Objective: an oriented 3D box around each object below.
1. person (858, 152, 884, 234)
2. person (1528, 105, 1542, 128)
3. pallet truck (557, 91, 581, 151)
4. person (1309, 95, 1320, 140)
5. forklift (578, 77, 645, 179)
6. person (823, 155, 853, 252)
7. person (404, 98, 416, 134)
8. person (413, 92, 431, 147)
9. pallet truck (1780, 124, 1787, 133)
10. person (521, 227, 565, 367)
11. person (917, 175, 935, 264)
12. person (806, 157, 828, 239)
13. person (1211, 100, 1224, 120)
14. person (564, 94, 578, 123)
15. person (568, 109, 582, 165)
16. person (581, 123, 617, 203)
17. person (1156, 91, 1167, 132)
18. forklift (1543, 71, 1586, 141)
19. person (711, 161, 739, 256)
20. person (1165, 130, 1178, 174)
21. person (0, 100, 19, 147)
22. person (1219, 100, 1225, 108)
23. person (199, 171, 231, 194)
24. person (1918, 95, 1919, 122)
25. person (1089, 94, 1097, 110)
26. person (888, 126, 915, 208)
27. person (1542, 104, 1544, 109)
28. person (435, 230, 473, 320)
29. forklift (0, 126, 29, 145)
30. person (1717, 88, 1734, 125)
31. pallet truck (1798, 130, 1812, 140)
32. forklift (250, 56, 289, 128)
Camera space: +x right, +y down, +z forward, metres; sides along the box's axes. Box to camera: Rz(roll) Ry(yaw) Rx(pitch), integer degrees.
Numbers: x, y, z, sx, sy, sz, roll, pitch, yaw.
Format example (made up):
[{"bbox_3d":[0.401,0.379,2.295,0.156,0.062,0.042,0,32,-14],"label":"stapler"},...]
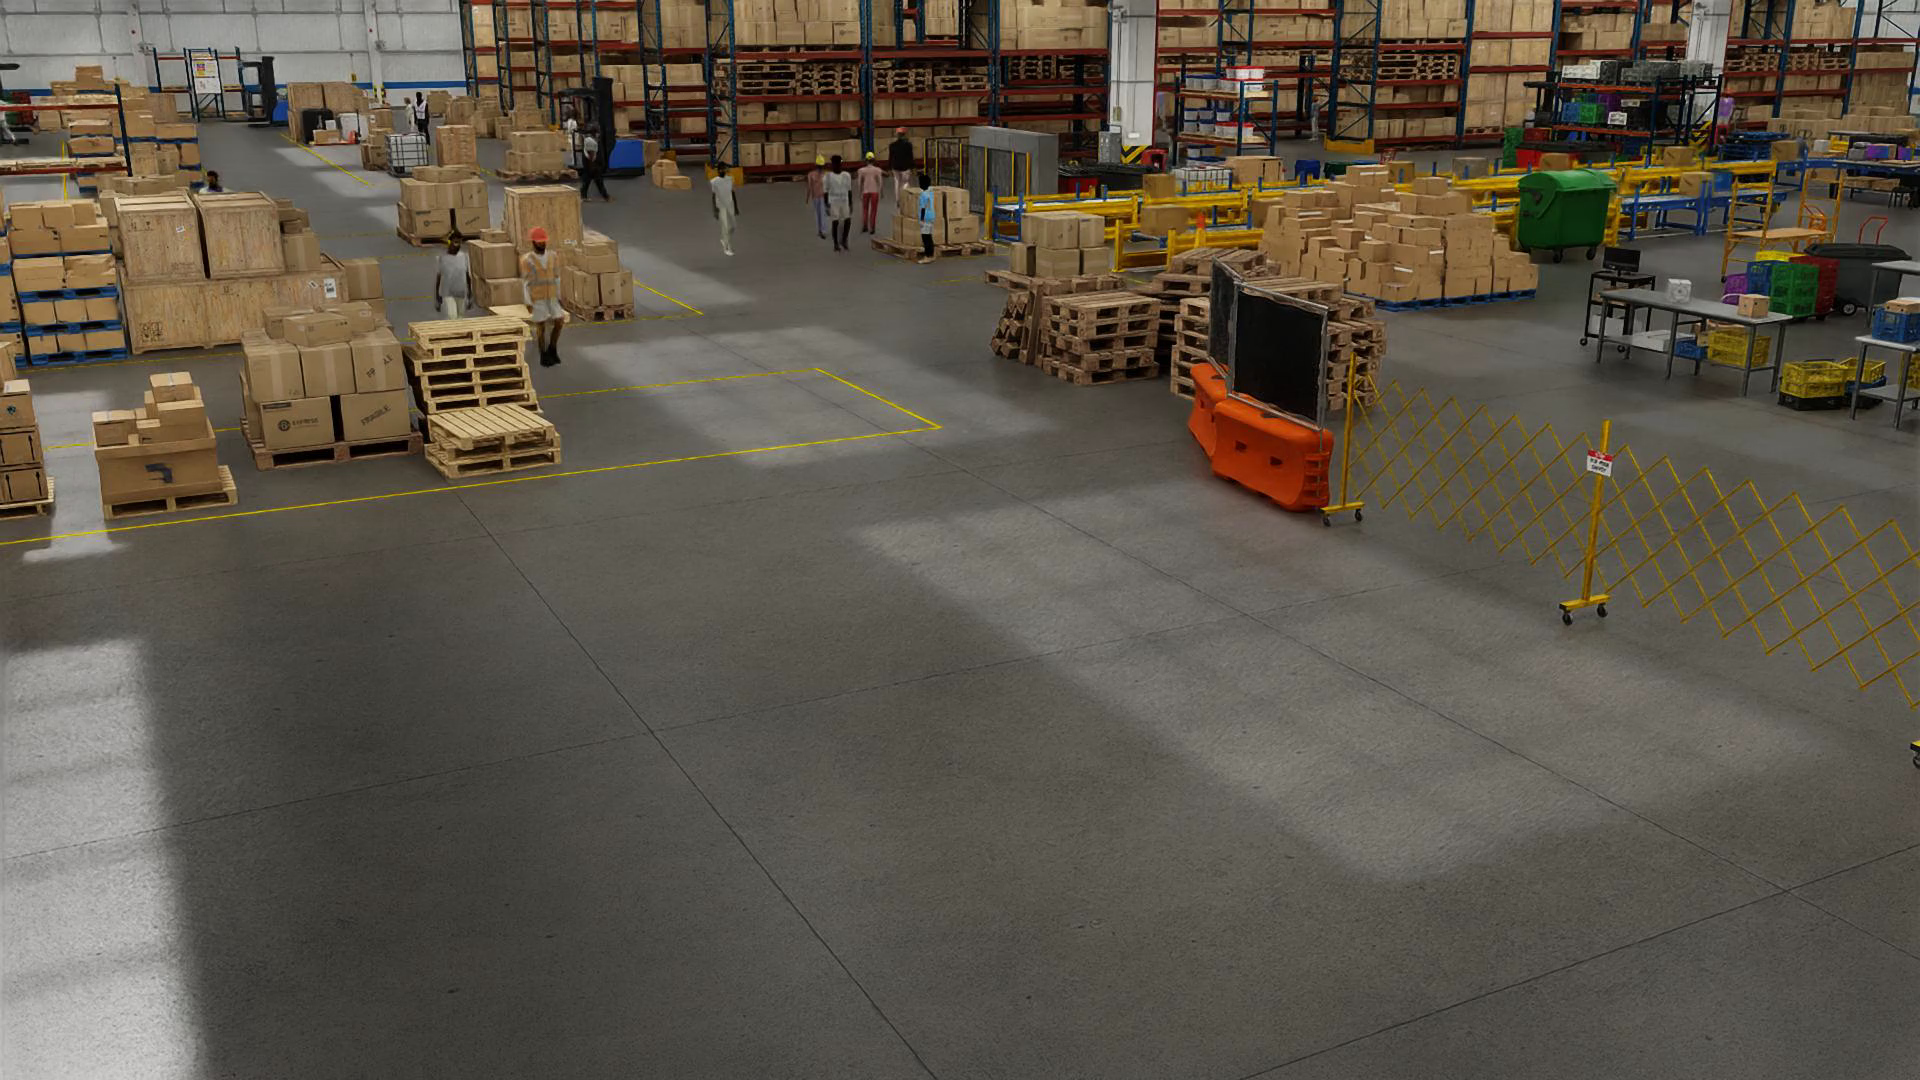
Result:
[{"bbox_3d":[-1.933,-7.572,36.257,0.541,1.746,0.582,2,18,6],"label":"person"},{"bbox_3d":[18.489,-13.145,53.597,0.946,1.784,0.601,-9,20,-27],"label":"person"},{"bbox_3d":[-13.495,-14.412,57.188,0.823,1.965,1.885,-3,18,-9],"label":"pallet truck"},{"bbox_3d":[13.121,-15.632,61.577,0.279,1.631,0.504,16,23,40],"label":"person"},{"bbox_3d":[-10.162,-11.848,47.770,1.873,2.768,1.129,-9,20,-26],"label":"forklift"},{"bbox_3d":[-2.412,-6.723,33.300,0.633,1.941,0.611,-7,19,-21],"label":"person"},{"bbox_3d":[-19.871,-15.157,60.110,0.325,1.626,0.510,-7,19,-21],"label":"person"},{"bbox_3d":[-18.914,-14.787,58.506,0.595,1.910,0.383,7,19,21],"label":"person"},{"bbox_3d":[25.206,-12.542,52.601,1.601,1.201,0.680,0,18,-2],"label":"pallet truck"},{"bbox_3d":[-5.676,-3.312,22.709,0.566,1.916,0.443,-14,23,-37],"label":"person"},{"bbox_3d":[-0.653,-6.152,31.934,0.317,1.692,0.534,5,18,14],"label":"person"},{"bbox_3d":[-2.989,-7.304,35.487,0.538,1.718,0.925,2,18,6],"label":"person"},{"bbox_3d":[8.498,-13.862,55.708,0.648,1.855,0.986,-6,19,-17],"label":"person"},{"bbox_3d":[-14.380,-15.684,61.405,0.429,1.844,0.626,8,20,25],"label":"person"},{"bbox_3d":[-11.363,-11.782,49.188,0.418,1.870,0.614,-7,19,-22],"label":"person"},{"bbox_3d":[-9.148,-9.488,41.768,0.999,2.000,0.752,-3,18,-10],"label":"person"},{"bbox_3d":[7.762,-17.093,65.729,0.983,1.881,0.682,-6,19,-18],"label":"person"},{"bbox_3d":[18.685,-13.231,52.085,1.873,2.768,1.129,-9,20,-26],"label":"forklift"},{"bbox_3d":[-4.641,-6.598,33.056,0.553,1.849,0.573,-12,21,-33],"label":"person"},{"bbox_3d":[5.636,-10.140,44.469,0.458,1.612,0.538,-6,19,-17],"label":"person"},{"bbox_3d":[-33.829,-14.842,58.688,0.911,1.909,0.633,5,18,14],"label":"person"},{"bbox_3d":[10.326,-17.041,65.723,0.956,1.779,0.601,-7,19,-20],"label":"person"},{"bbox_3d":[-13.587,-5.768,30.411,0.620,1.885,0.883,-2,18,-7],"label":"person"},{"bbox_3d":[40.744,-18.527,70.056,0.623,1.975,0.716,8,20,24],"label":"person"},{"bbox_3d":[4.871,-16.206,63.039,0.924,1.852,0.684,12,21,33],"label":"person"},{"bbox_3d":[-1.438,-9.122,40.734,0.704,1.973,0.461,5,18,16],"label":"person"},{"bbox_3d":[19.472,-13.723,55.529,0.363,1.684,0.553,-13,22,-36],"label":"person"},{"bbox_3d":[-7.088,-3.396,23.132,0.545,1.841,0.775,-16,24,-41],"label":"person"},{"bbox_3d":[-34.388,-15.480,59.095,1.873,2.768,1.129,-9,20,-26],"label":"forklift"},{"bbox_3d":[27.961,-15.555,60.852,0.551,1.932,0.376,4,18,13],"label":"person"},{"bbox_3d":[25.526,-11.556,49.408,1.630,1.274,0.653,-9,20,-26],"label":"pallet truck"},{"bbox_3d":[-27.981,-18.207,67.596,1.873,2.768,1.129,-9,20,-26],"label":"forklift"}]
